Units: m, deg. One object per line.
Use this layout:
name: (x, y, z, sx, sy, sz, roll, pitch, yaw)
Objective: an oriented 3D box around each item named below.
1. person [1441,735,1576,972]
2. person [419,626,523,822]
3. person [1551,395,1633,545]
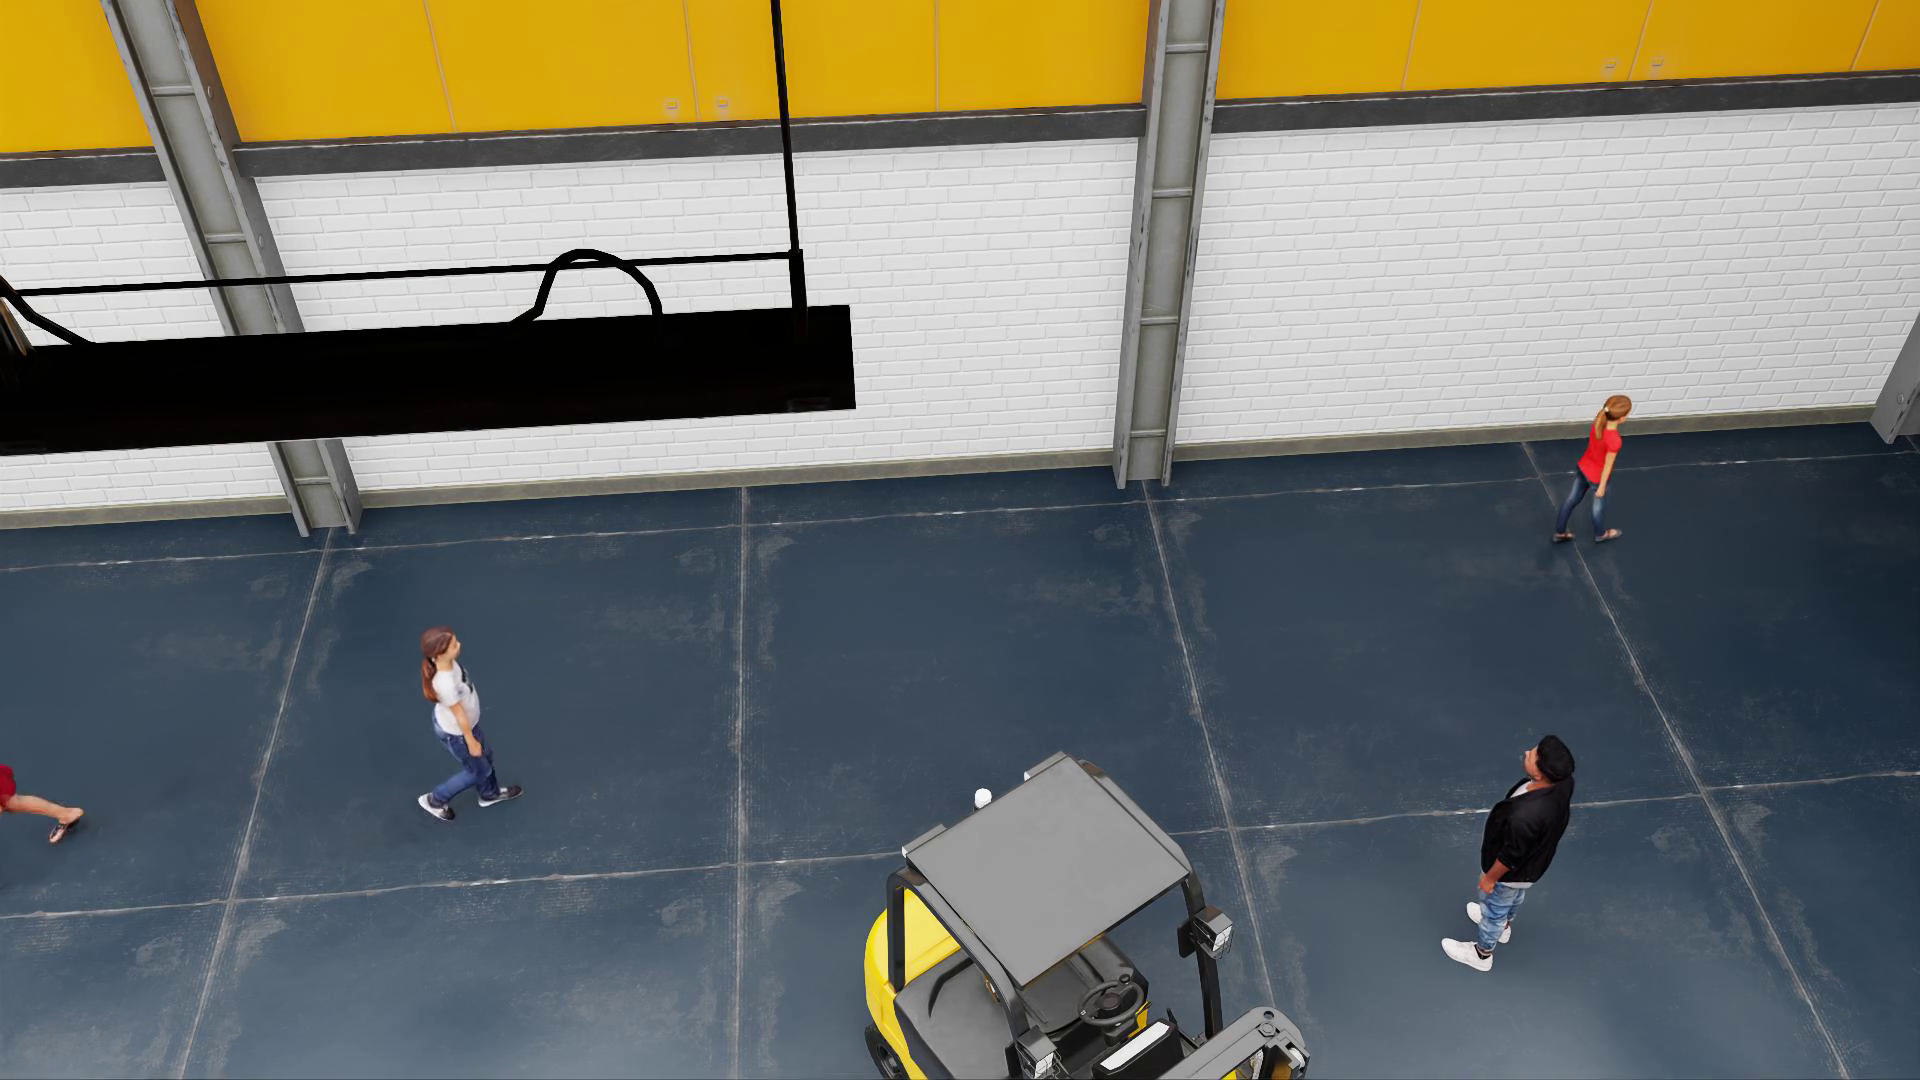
person: (3.013, 1.688, 8.977, 0.839, 1.814, 0.773, 31, 52, 29)
person: (-3.007, 1.109, 9.776, 0.863, 1.552, 0.657, -13, 45, -14)
person: (4.370, -0.461, 11.605, 0.760, 1.301, 0.579, -10, 44, -10)
